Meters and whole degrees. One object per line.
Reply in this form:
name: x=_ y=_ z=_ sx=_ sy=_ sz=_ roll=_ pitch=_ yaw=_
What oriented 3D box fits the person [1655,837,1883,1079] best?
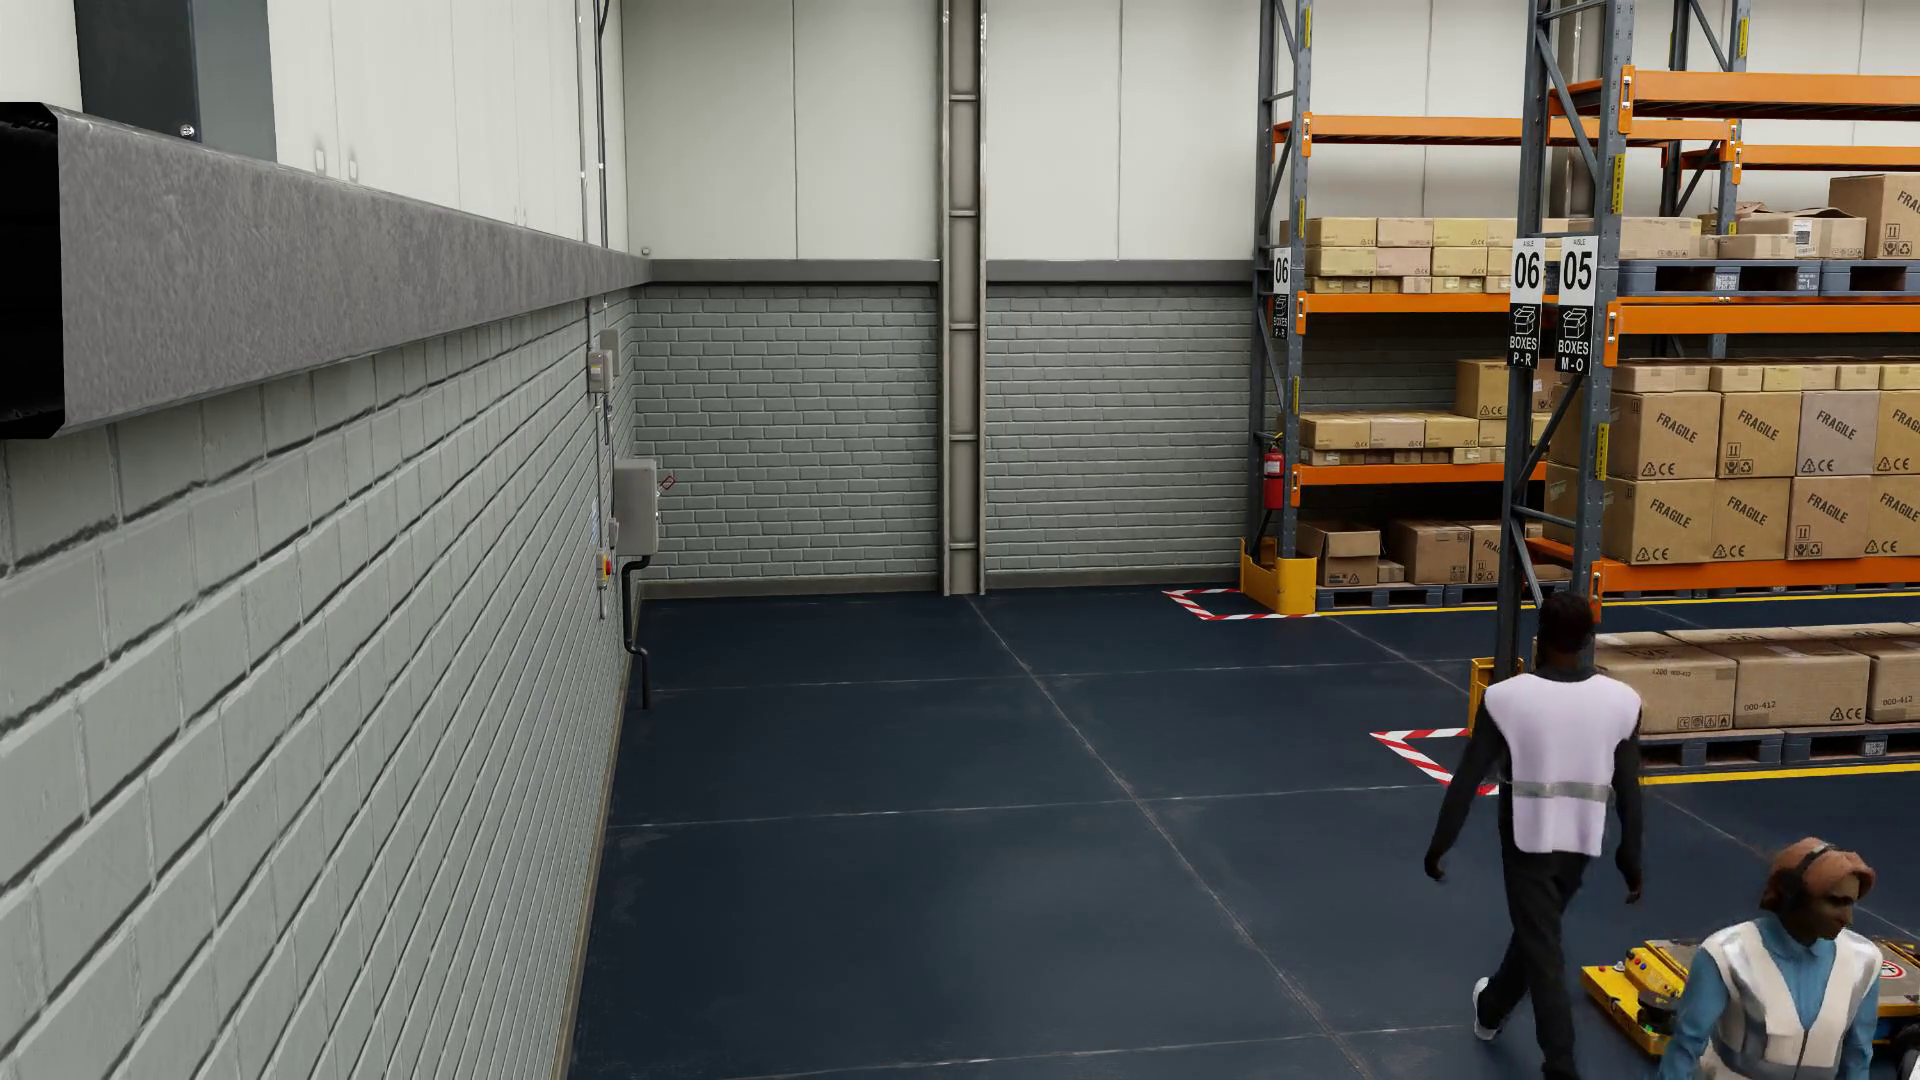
person: x=2.068 y=1.520 z=4.493 sx=0.586 sy=1.599 sz=0.635 roll=-1 pitch=9 yaw=-7

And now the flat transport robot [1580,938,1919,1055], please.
flat transport robot: x=3.335 y=1.823 z=6.698 sx=1.431 sy=0.197 sz=0.652 roll=0 pitch=9 yaw=-2

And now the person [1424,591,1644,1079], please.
person: x=2.117 y=1.118 z=6.170 sx=0.723 sy=1.848 sz=1.007 roll=-1 pitch=9 yaw=-7

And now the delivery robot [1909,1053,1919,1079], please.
delivery robot: x=3.386 y=1.821 z=5.544 sx=0.477 sy=0.478 sz=0.707 roll=7 pitch=12 yaw=37
